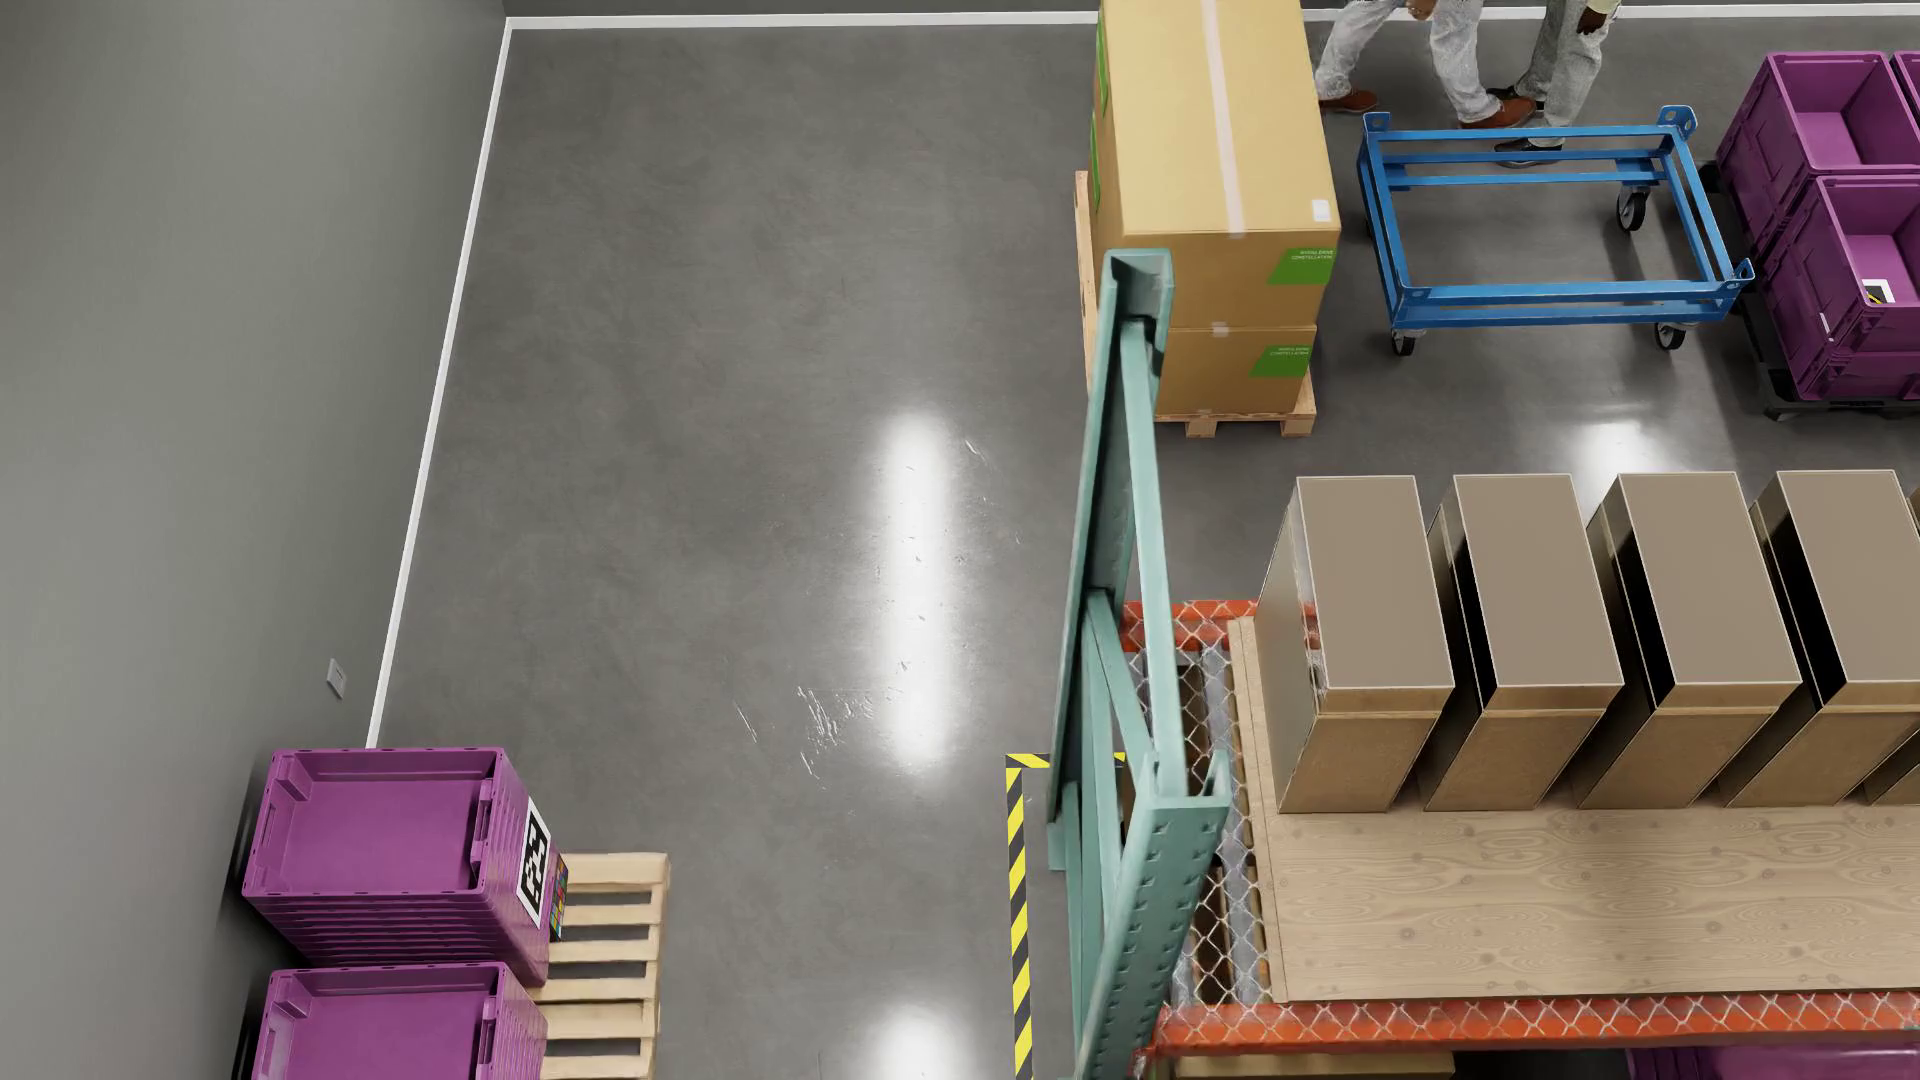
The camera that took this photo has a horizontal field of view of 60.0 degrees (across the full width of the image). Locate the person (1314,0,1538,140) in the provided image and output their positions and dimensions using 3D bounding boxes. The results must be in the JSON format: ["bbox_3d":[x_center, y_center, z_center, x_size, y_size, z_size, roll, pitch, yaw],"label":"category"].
[{"bbox_3d":[1.857,-2.255,6.112,0.917,1.894,0.655,-3,58,-2],"label":"person"}]

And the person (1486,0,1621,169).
[{"bbox_3d":[2.320,-2.156,6.084,0.403,1.834,0.590,2,58,1],"label":"person"}]
